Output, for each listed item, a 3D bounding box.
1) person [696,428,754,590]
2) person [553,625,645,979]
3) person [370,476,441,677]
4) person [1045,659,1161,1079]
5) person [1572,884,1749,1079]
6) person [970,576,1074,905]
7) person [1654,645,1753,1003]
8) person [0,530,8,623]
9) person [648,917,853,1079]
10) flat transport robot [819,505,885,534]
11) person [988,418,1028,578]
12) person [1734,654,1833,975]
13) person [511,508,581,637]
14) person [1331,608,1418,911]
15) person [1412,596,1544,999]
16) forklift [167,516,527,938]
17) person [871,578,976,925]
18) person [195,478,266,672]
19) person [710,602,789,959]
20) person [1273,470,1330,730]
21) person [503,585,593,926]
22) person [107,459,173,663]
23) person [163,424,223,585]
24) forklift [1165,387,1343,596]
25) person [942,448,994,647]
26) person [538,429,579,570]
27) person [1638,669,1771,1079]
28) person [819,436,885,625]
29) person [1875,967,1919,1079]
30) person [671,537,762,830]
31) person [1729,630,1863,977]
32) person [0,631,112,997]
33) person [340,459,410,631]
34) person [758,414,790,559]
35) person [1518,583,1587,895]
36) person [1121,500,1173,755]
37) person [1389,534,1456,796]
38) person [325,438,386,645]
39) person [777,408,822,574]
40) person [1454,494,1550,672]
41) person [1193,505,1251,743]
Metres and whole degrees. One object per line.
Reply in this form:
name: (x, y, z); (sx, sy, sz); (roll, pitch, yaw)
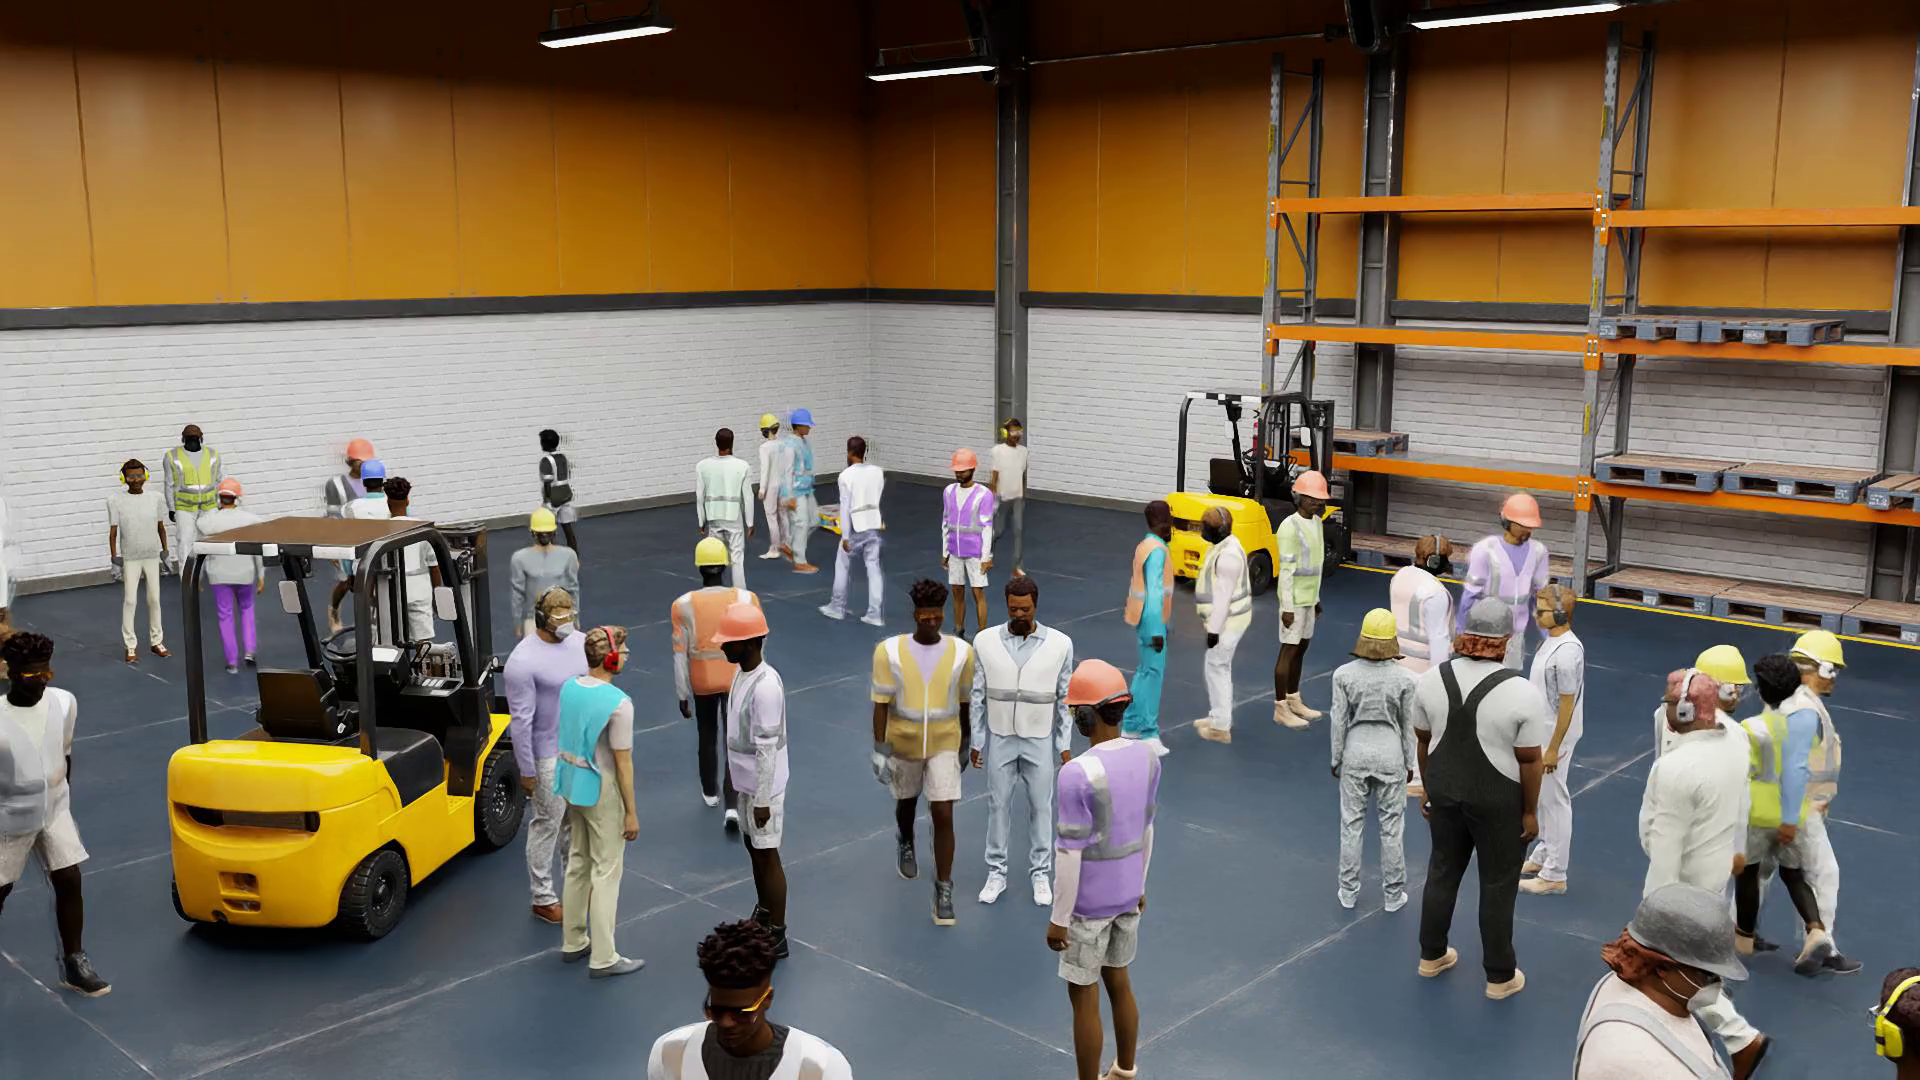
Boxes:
person: (-2.429, -0.203, 17.251); (0.599, 1.916, 0.377); (1, 10, 8)
person: (-1.888, 1.353, 8.657); (0.407, 1.832, 0.576); (-9, 14, -43)
person: (-4.461, 0.464, 13.341); (0.607, 1.957, 0.380); (-5, 11, -27)
person: (0.589, 1.516, 7.168); (0.407, 2.029, 0.612); (9, 13, 41)
person: (1.995, 1.936, 4.723); (0.535, 2.000, 0.673); (4, 11, 20)
person: (0.351, 1.144, 9.581); (0.597, 1.916, 0.378); (1, 10, 7)
person: (3.706, 1.418, 8.310); (0.403, 1.821, 0.601); (-3, 10, -16)
person: (-8.037, 0.489, 13.484); (0.580, 1.865, 0.485); (-6, 11, -29)
person: (-0.588, 1.986, 4.686); (0.603, 1.957, 0.385); (2, 10, 11)
flat transport robot: (-1.647, -0.297, 22.469); (0.652, 0.197, 1.431); (-6, 12, -32)
person: (0.533, -0.498, 19.146); (0.522, 1.850, 0.796); (-5, 11, -25)
person: (4.260, 1.435, 8.592); (0.538, 1.672, 0.666); (-1, 10, -8)
person: (-3.286, 0.592, 13.203); (0.532, 1.747, 0.611); (-4, 11, -21)
person: (2.359, 1.247, 9.487); (0.484, 1.745, 0.307); (3, 11, 19)
person: (2.670, 1.274, 8.489); (0.535, 2.000, 0.688); (-9, 14, -43)
forklift: (-3.583, 0.976, 9.748); (1.214, 2.155, 2.313); (2, 10, 11)
person: (-0.212, 1.142, 9.595); (0.605, 1.926, 0.991); (-1, 10, -4)
person: (-6.532, 0.308, 14.887); (0.579, 1.727, 0.515); (-6, 11, -29)
person: (-1.107, 1.275, 8.810); (0.389, 1.930, 0.544); (-4, 11, -20)
person: (2.711, 0.461, 13.122); (0.395, 2.040, 0.609); (7, 12, 34)
person: (-2.259, 1.191, 9.299); (0.376, 1.928, 0.636); (5, 11, 26)
person: (-7.496, 0.177, 15.227); (0.526, 1.869, 0.315); (-9, 13, -42)
person: (-8.454, -0.366, 18.416); (0.620, 1.838, 0.430); (-8, 13, -37)
forklift: (3.298, -0.608, 18.767); (1.214, 2.155, 2.313); (9, 13, 42)
person: (0.052, 0.107, 15.450); (0.543, 1.931, 0.386); (7, 12, 33)
person: (-4.736, -0.456, 19.318); (0.631, 1.676, 0.563); (4, 11, 23)
person: (3.347, 1.521, 7.537); (0.655, 1.885, 0.746); (-8, 13, -40)
person: (-1.071, -0.107, 16.808); (0.594, 1.879, 0.902); (-8, 13, -40)
person: (2.528, 2.066, 4.505); (0.512, 1.861, 0.325); (-2, 10, -11)
person: (-1.591, 0.926, 10.915); (0.579, 1.892, 0.961); (-1, 10, -7)
person: (4.444, 1.362, 8.717); (0.770, 1.780, 0.610); (3, 10, 14)
person: (-4.774, 1.368, 8.386); (0.857, 1.912, 0.624); (6, 12, 30)
person: (-5.082, 0.261, 14.555); (0.605, 1.939, 0.415); (-1, 10, -5)
person: (-2.292, -0.649, 20.226); (0.329, 1.765, 0.533); (5, 11, 27)
person: (3.452, 1.154, 9.733); (0.345, 1.845, 0.508); (2, 10, 10)
person: (1.414, 0.648, 12.536); (0.365, 1.880, 0.701); (1, 10, 4)
person: (3.184, 0.862, 11.452); (0.429, 1.830, 0.639); (-2, 10, -12)
person: (-5.761, 0.007, 15.830); (0.610, 2.009, 0.930); (-8, 13, -40)
person: (-1.860, -0.566, 19.256); (0.472, 1.926, 0.627); (3, 10, 16)
person: (3.993, 0.644, 12.195); (0.711, 2.003, 0.666); (-2, 10, -14)
person: (2.012, 0.629, 12.797); (0.437, 1.826, 0.650); (0, 10, 3)
